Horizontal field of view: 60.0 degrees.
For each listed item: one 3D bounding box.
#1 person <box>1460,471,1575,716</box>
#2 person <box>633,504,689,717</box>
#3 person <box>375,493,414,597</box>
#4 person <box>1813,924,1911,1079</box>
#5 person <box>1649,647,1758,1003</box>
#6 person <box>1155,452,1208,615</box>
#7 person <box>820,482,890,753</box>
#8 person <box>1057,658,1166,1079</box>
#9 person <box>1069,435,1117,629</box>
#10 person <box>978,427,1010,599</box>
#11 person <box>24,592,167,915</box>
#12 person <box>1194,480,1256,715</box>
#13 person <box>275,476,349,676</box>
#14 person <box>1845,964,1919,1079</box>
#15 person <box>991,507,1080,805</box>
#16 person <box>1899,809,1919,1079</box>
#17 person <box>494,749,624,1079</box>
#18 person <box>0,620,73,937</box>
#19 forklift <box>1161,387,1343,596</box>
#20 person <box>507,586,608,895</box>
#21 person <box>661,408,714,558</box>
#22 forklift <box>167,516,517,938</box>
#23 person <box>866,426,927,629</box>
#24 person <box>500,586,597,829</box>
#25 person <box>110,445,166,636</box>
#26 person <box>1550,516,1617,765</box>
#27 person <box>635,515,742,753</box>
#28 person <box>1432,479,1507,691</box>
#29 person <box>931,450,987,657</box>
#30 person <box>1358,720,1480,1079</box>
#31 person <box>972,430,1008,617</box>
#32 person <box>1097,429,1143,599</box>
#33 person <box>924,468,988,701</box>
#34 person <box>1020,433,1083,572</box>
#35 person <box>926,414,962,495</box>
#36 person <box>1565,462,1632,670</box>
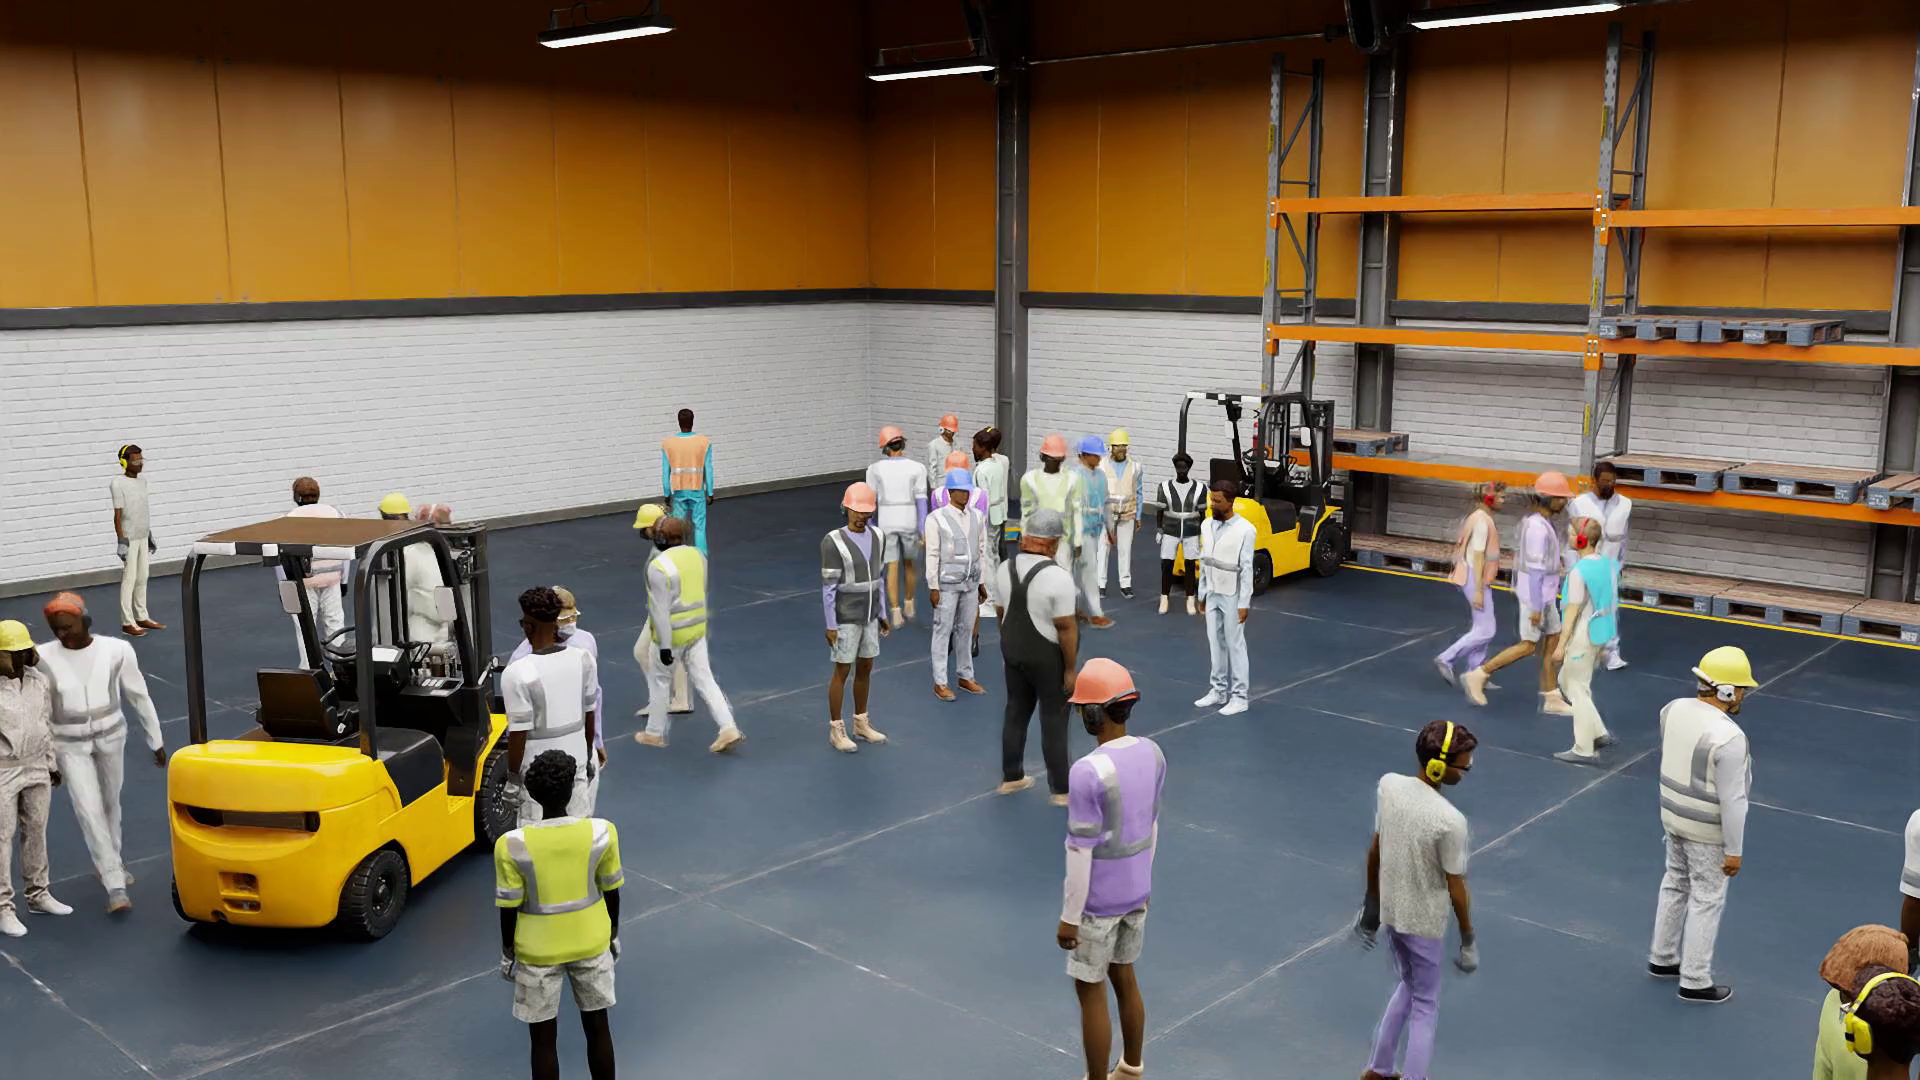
[{"bbox_3d":[4.576,0.432,13.414,0.895,2.012,0.619,4,11,24],"label":"person"},{"bbox_3d":[-2.452,0.568,13.335,0.572,1.734,0.553,-1,10,-7],"label":"person"},{"bbox_3d":[-4.644,0.490,13.735,0.331,1.768,0.527,-7,12,-36],"label":"person"},{"bbox_3d":[2.872,2.022,5.411,0.287,1.627,0.497,4,11,24],"label":"person"},{"bbox_3d":[3.720,1.419,8.316,0.403,1.817,0.601,-2,10,-10],"label":"person"},{"bbox_3d":[2.272,-0.066,17.099,0.540,1.695,0.317,1,10,4],"label":"person"},{"bbox_3d":[-0.758,0.569,12.504,0.389,2.039,0.613,9,14,43],"label":"person"},{"bbox_3d":[0.625,1.510,7.193,0.403,2.031,0.613,8,13,38],"label":"person"},{"bbox_3d":[1.361,-0.078,16.552,0.871,1.910,0.616,8,13,38],"label":"person"},{"bbox_3d":[0.340,-0.278,17.814,0.335,1.873,0.520,6,12,32],"label":"person"},{"bbox_3d":[-4.914,1.194,9.504,0.669,1.828,0.963,-7,12,-36],"label":"person"},{"bbox_3d":[2.170,0.453,13.551,0.384,1.912,0.592,-6,12,-32],"label":"person"},{"bbox_3d":[-5.543,0.368,14.253,0.629,1.836,0.430,-10,14,-44],"label":"person"},{"bbox_3d":[2.455,2.064,4.521,0.510,1.861,0.324,-2,10,-10],"label":"person"},{"bbox_3d":[0.573,0.770,11.359,0.535,2.000,0.690,-10,14,-44],"label":"person"},{"bbox_3d":[4.005,1.656,6.524,0.606,1.966,0.367,5,11,27],"label":"person"},{"bbox_3d":[-1.672,1.710,6.982,0.537,1.697,0.320,-4,11,-24],"label":"person"},{"bbox_3d":[-5.200,1.295,9.215,0.310,1.744,0.486,4,11,20],"label":"person"},{"bbox_3d":[3.298,-0.608,18.767,1.214,2.155,2.313,9,13,42],"label":"forklift"},{"bbox_3d":[-2.231,1.192,9.295,0.389,1.928,0.639,6,12,30],"label":"person"},{"bbox_3d":[-3.170,-0.574,19.396,0.587,1.911,0.397,-1,10,-4],"label":"person"},{"bbox_3d":[-3.583,0.976,9.748,1.214,2.155,2.313,2,10,11],"label":"forklift"},{"bbox_3d":[-0.636,-0.135,16.631,0.624,1.989,0.818,0,10,-2],"label":"person"},{"bbox_3d":[-2.229,1.217,9.028,0.361,1.963,0.613,7,12,35],"label":"person"},{"bbox_3d":[-8.068,-0.008,16.283,0.309,1.868,0.535,1,10,7],"label":"person"},{"bbox_3d":[4.536,0.737,12.118,0.437,1.835,0.560,7,12,37],"label":"person"},{"bbox_3d":[-2.042,0.706,12.428,0.925,1.804,0.633,6,12,32],"label":"person"},{"bbox_3d":[4.373,0.389,14.149,0.472,1.822,0.605,3,11,19],"label":"person"},{"bbox_3d":[-0.017,0.127,15.345,0.544,1.930,0.389,3,10,16],"label":"person"},{"bbox_3d":[1.982,1.620,7.104,0.467,1.840,0.608,-5,11,-26],"label":"person"},{"bbox_3d":[0.287,-0.167,17.049,0.375,1.915,0.598,3,10,16],"label":"person"},{"bbox_3d":[1.685,-0.280,17.916,0.589,1.837,0.404,-1,10,-7],"label":"person"},{"bbox_3d":[-0.027,0.361,13.947,0.605,1.951,0.380,-8,13,-38],"label":"person"},{"bbox_3d":[0.877,-0.053,16.129,0.609,2.017,0.821,0,10,-1],"label":"person"},{"bbox_3d":[-0.152,-0.682,20.469,0.338,1.742,0.563,9,14,43],"label":"person"},{"bbox_3d":[5.762,0.215,15.041,0.608,1.858,1.034,0,10,-2],"label":"person"}]
